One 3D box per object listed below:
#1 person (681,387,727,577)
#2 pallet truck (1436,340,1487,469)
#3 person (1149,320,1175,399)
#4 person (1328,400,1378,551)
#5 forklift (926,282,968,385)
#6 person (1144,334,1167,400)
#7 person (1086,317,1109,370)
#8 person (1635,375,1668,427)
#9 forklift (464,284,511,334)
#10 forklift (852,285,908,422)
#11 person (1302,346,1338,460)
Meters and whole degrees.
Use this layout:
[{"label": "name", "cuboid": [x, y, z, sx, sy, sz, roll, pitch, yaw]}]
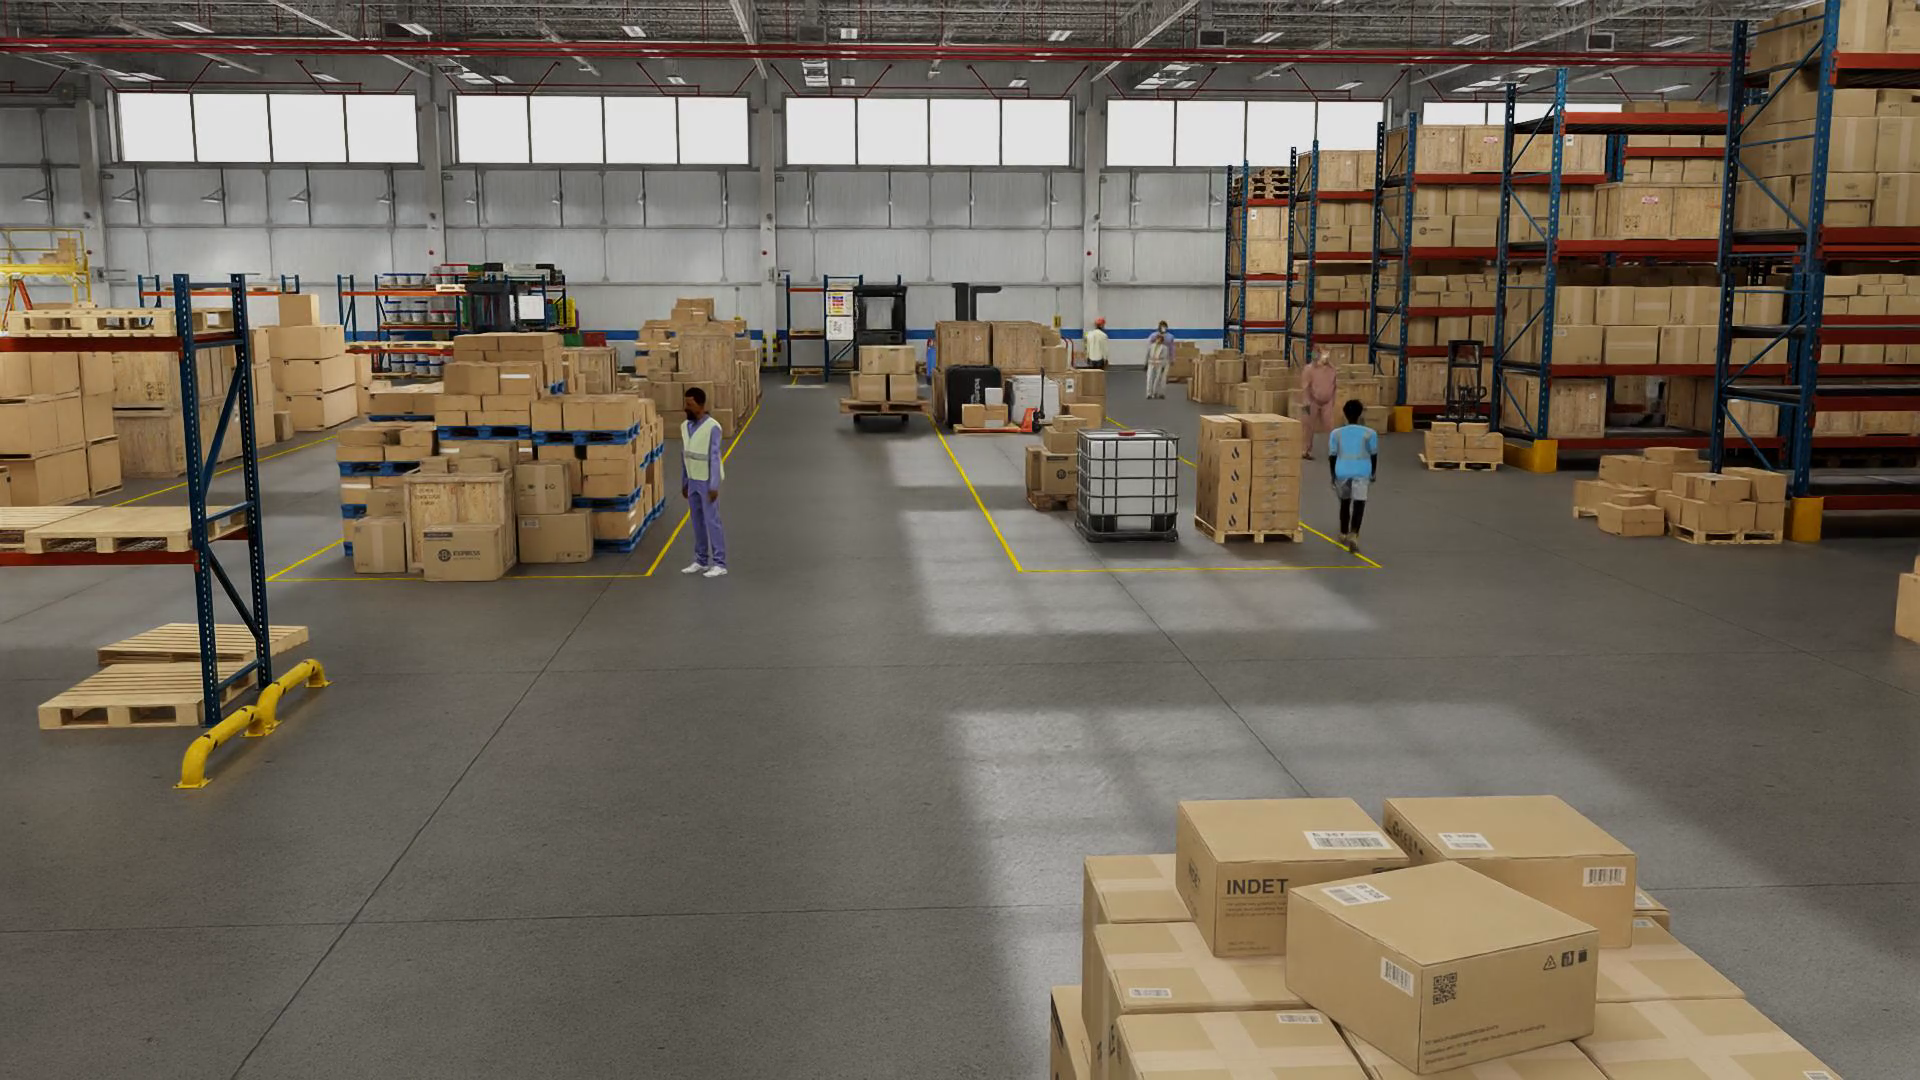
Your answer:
[{"label": "person", "cuboid": [-2.593, -0.585, 16.766, 0.586, 1.910, 0.393, 9, 13, 44]}, {"label": "pallet truck", "cuboid": [8.004, -2.170, 26.422, 0.823, 1.965, 1.885, 2, 9, 14]}, {"label": "person", "cuboid": [4.923, -4.376, 40.494, 0.660, 1.924, 0.470, -1, 9, -8]}, {"label": "person", "cuboid": [4.335, -0.720, 18.390, 0.524, 1.657, 0.840, 4, 10, 23]}, {"label": "forklift", "cuboid": [0.023, -5.569, 45.001, 1.873, 2.768, 1.129, -1, 9, -4]}, {"label": "person", "cuboid": [4.720, -4.189, 40.363, 0.565, 1.579, 0.861, 2, 9, 13]}, {"label": "person", "cuboid": [3.450, -4.539, 41.344, 0.652, 1.976, 0.439, 8, 12, 42]}, {"label": "person", "cuboid": [12.001, -2.515, 28.792, 0.819, 1.939, 0.605, -1, 9, -9]}, {"label": "forklift", "cuboid": [-10.249, -4.177, 36.257, 1.129, 2.768, 1.873, 2, 9, 9]}, {"label": "forklift", "cuboid": [-1.689, -3.925, 34.673, 1.129, 2.768, 1.873, -1, 9, -5]}, {"label": "person", "cuboid": [5.881, -2.194, 26.992, 0.658, 1.865, 0.957, -2, 9, -12]}]
